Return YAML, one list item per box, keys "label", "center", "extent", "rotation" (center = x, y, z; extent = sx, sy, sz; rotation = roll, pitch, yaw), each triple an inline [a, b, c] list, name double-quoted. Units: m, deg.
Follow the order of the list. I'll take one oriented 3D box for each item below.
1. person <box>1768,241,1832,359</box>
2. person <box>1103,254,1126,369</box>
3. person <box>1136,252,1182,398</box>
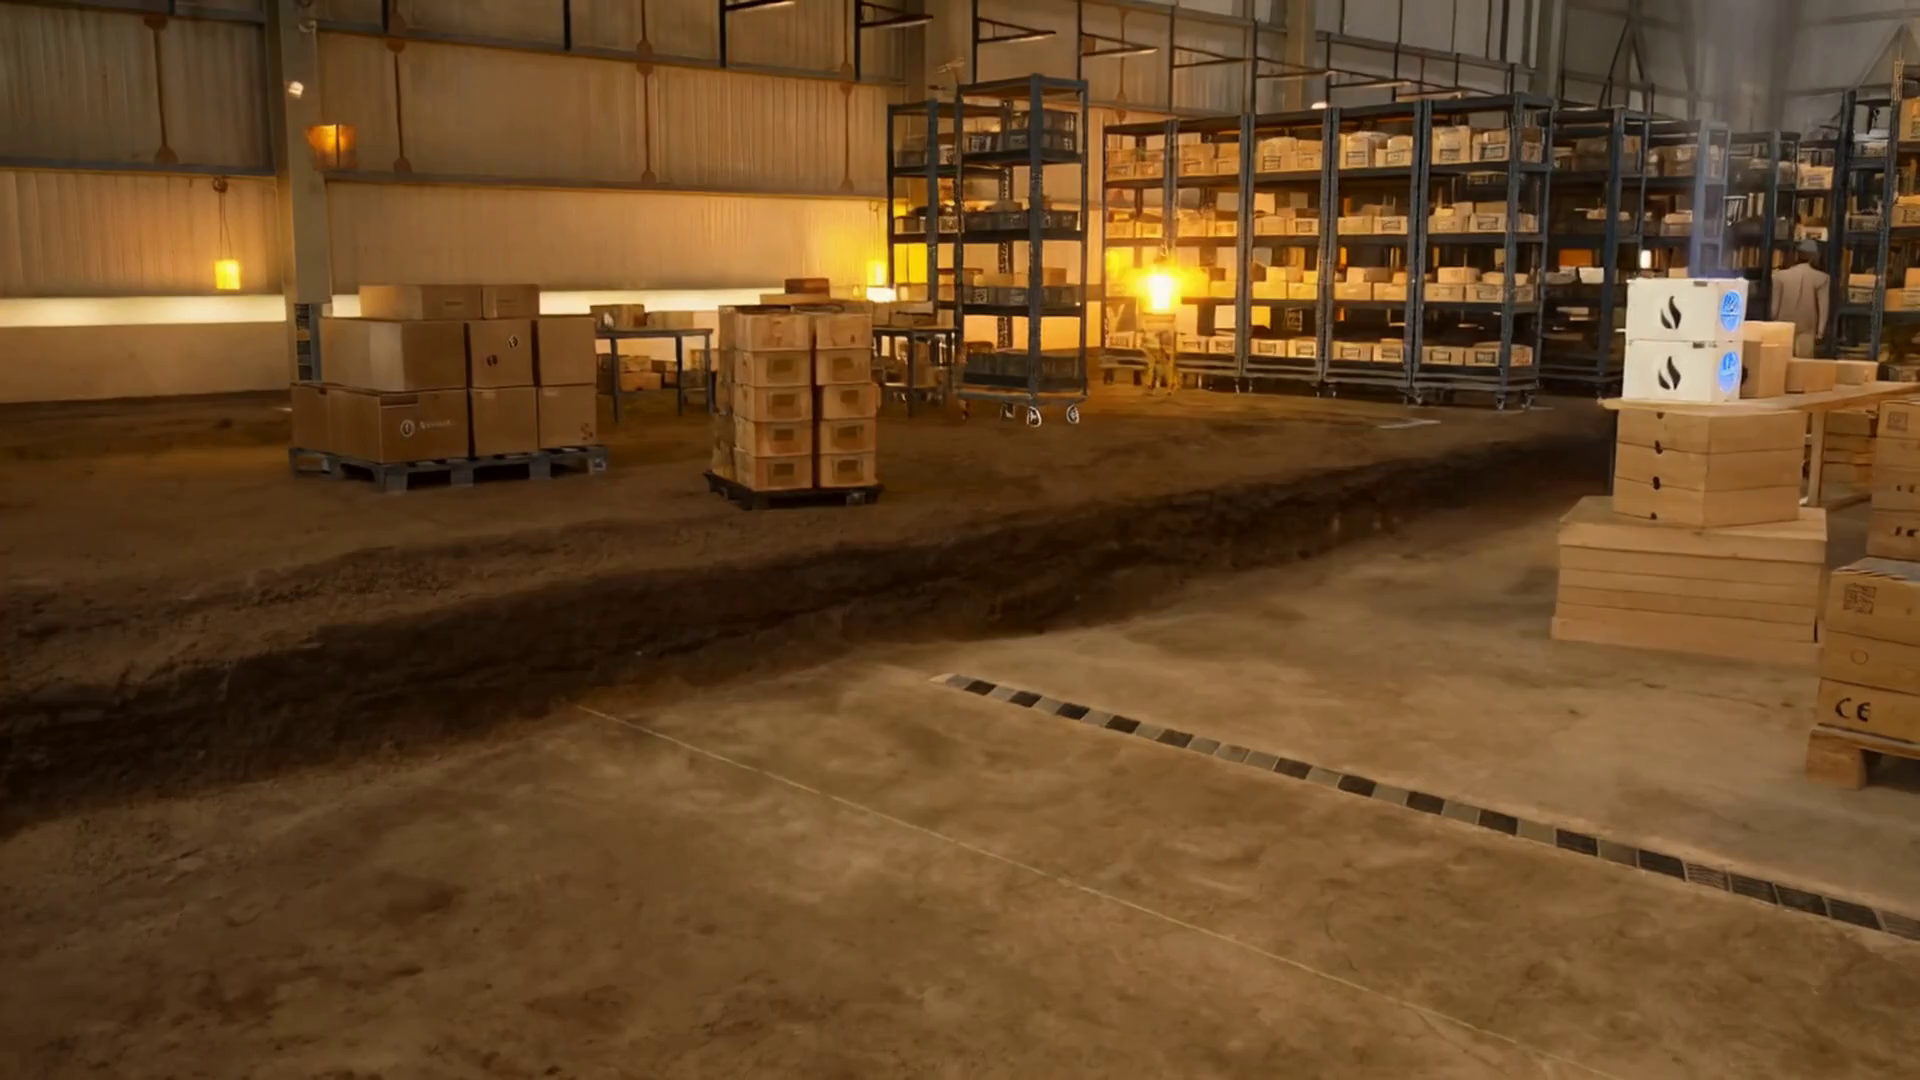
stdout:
- label: "person"
  center: [9.829, -2.508, 19.507]
  extent: [0.655, 1.935, 0.919]
  rotation: [5, 11, 27]
- label: "person"
  center: [2.464, -3.662, 26.724]
  extent: [0.389, 1.850, 0.567]
  rotation: [0, 9, -2]
- label: "person"
  center: [2.502, -2.694, 20.947]
  extent: [0.588, 1.837, 0.404]
  rotation: [-1, 9, -5]
